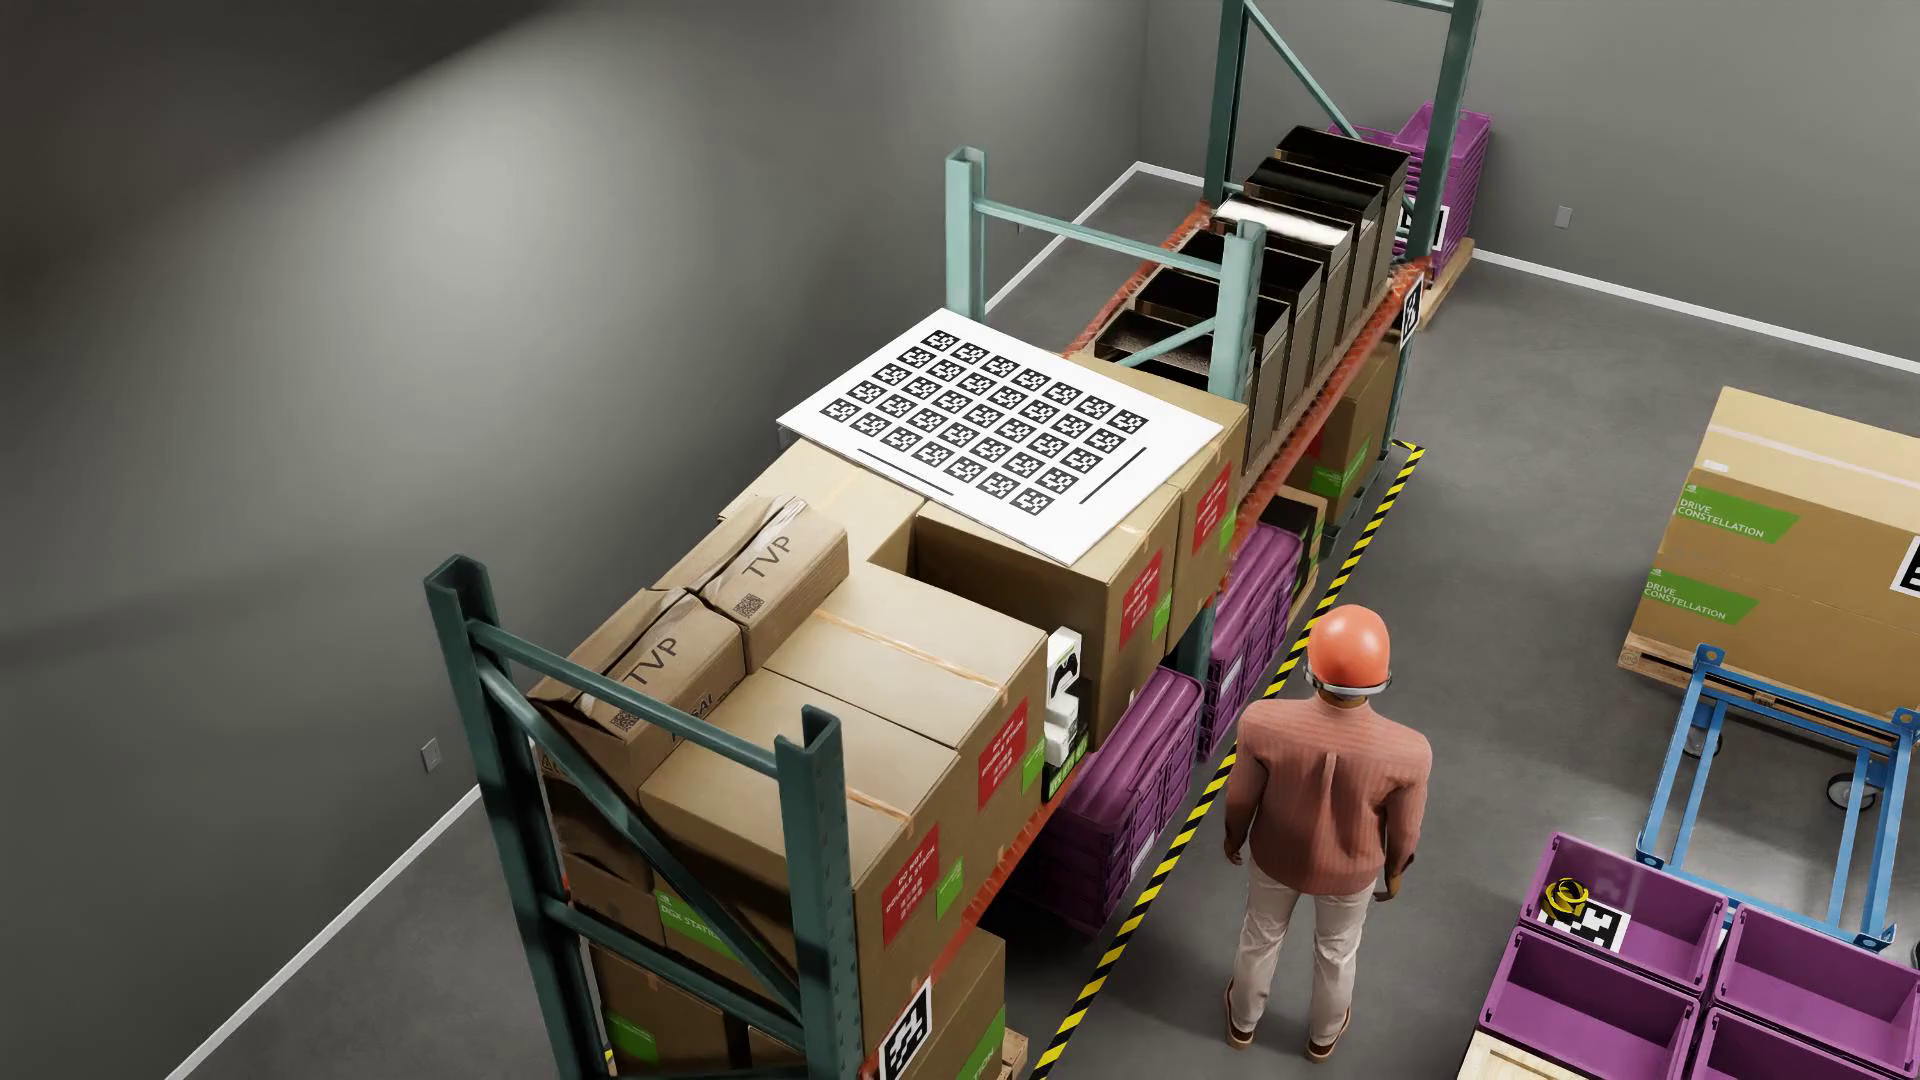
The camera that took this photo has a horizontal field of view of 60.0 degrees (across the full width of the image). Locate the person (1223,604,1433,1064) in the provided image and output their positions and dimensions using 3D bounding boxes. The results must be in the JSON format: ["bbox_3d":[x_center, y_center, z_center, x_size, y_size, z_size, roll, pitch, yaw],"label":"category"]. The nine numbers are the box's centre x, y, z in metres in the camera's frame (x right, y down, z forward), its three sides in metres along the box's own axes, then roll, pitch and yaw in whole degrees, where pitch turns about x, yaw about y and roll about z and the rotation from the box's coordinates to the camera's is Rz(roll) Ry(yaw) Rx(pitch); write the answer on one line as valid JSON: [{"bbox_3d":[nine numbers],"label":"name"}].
[{"bbox_3d":[1.147,0.990,5.372,0.610,1.997,0.369,11,41,12],"label":"person"}]

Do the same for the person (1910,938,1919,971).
[{"bbox_3d":[3.707,0.949,5.547,0.588,1.833,0.404,22,45,24],"label":"person"}]
